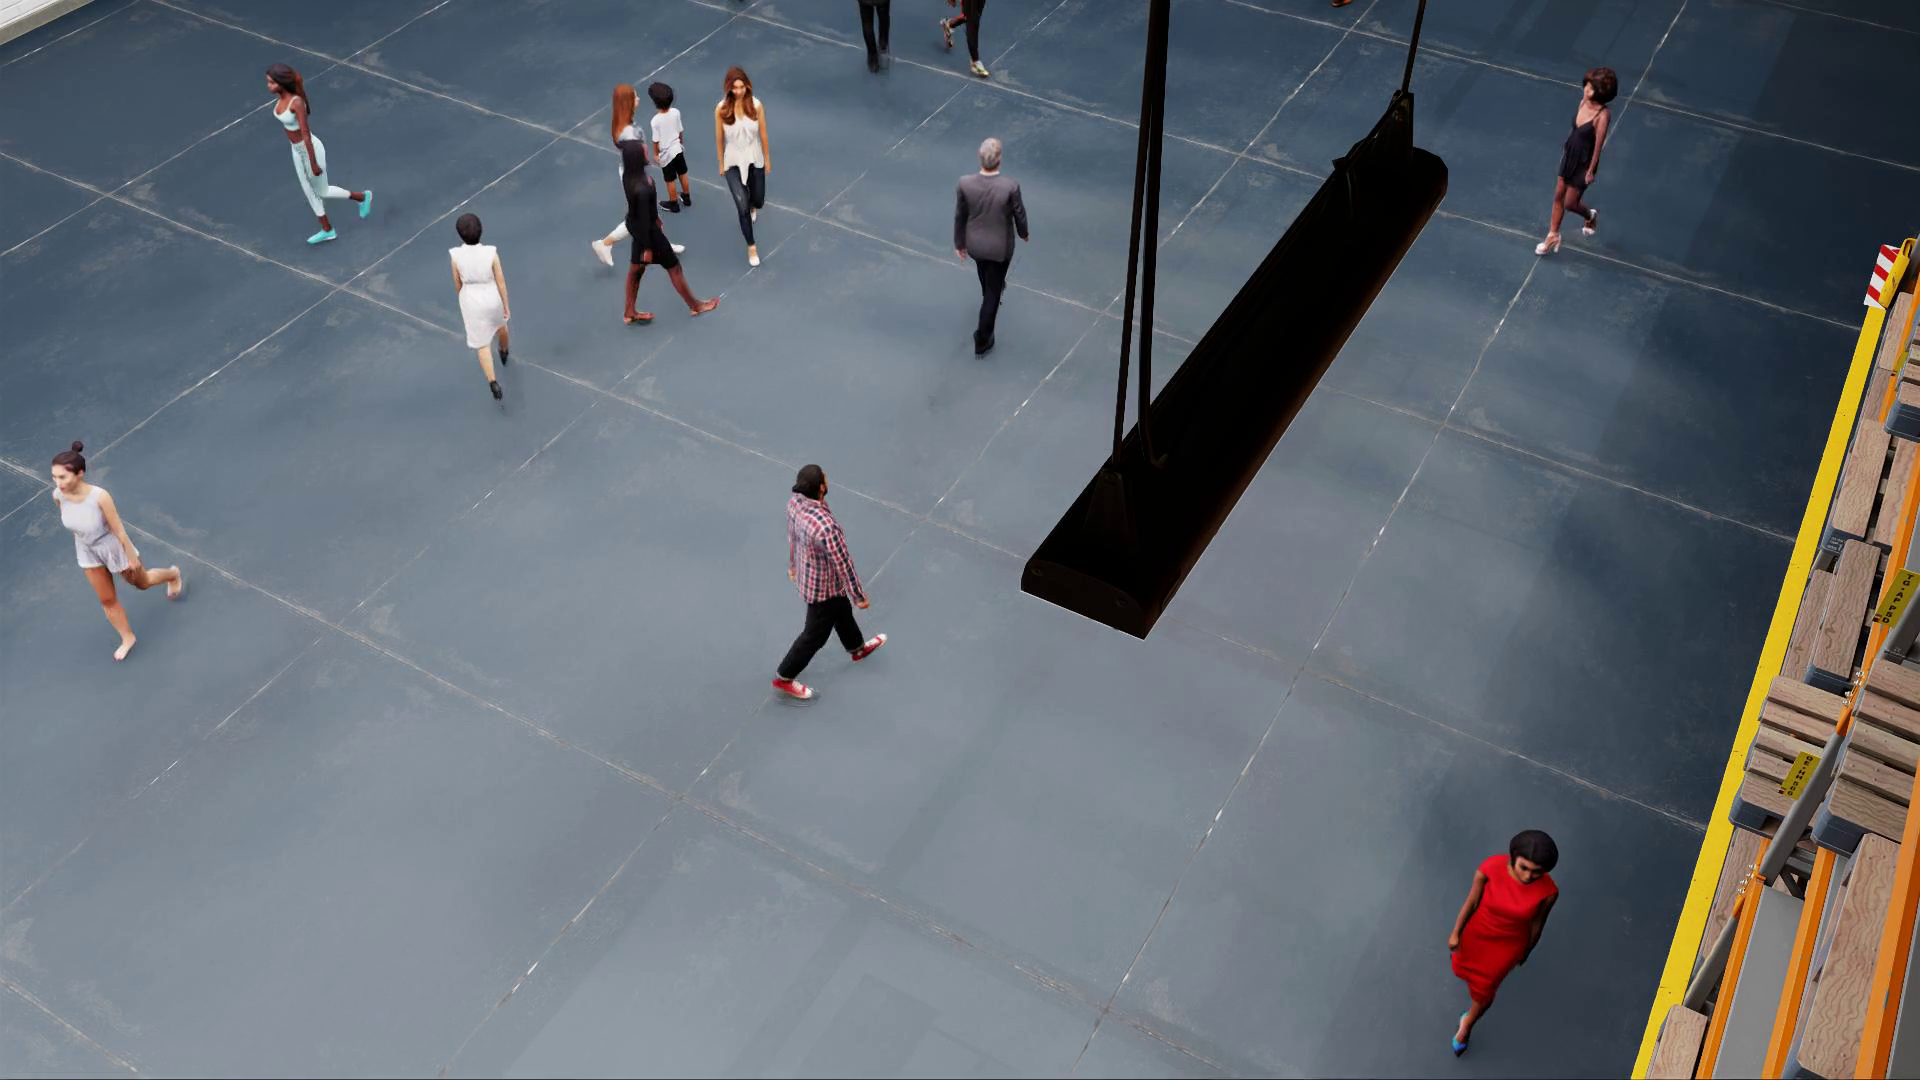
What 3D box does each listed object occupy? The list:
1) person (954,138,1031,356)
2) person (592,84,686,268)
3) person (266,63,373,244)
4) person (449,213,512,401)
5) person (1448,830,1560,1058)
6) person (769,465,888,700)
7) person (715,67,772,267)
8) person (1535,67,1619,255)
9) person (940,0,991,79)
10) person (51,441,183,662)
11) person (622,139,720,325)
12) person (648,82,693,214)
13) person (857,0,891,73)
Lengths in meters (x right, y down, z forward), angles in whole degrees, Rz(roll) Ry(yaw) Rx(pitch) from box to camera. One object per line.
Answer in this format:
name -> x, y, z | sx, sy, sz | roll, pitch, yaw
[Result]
person -> 0.225, -2.321, 13.359 | 0.823, 1.795, 1.229 | 15, 46, 15
person -> -2.860, -3.075, 14.231 | 1.082, 1.684, 1.028 | -11, 45, -11
person -> -5.633, -3.402, 14.557 | 0.953, 1.708, 0.729 | -31, 52, -28
person -> -3.722, -1.791, 13.005 | 0.998, 1.517, 1.023 | -13, 45, -13
person -> 2.839, 2.042, 8.831 | 0.600, 1.723, 0.906 | 18, 47, 18
person -> -0.953, 0.299, 10.650 | 1.272, 1.738, 1.140 | -16, 46, -16
person -> -1.881, -3.293, 14.400 | 0.990, 1.766, 1.057 | -10, 44, -10
person -> 5.406, -3.248, 14.345 | 0.907, 1.777, 0.824 | -15, 46, -15
person -> 0.046, -5.641, 16.854 | 1.112, 1.781, 0.966 | -30, 51, -28
person -> -5.633, 0.012, 11.063 | 0.780, 1.584, 1.039 | 7, 44, 8
person -> -2.653, -2.465, 13.590 | 1.132, 1.685, 1.017 | -15, 46, -15
person -> -2.619, -3.554, 15.043 | 0.479, 1.258, 0.617 | -34, 53, -31
person -> -0.881, -5.582, 16.813 | 0.929, 1.753, 1.046 | -3, 44, -3
